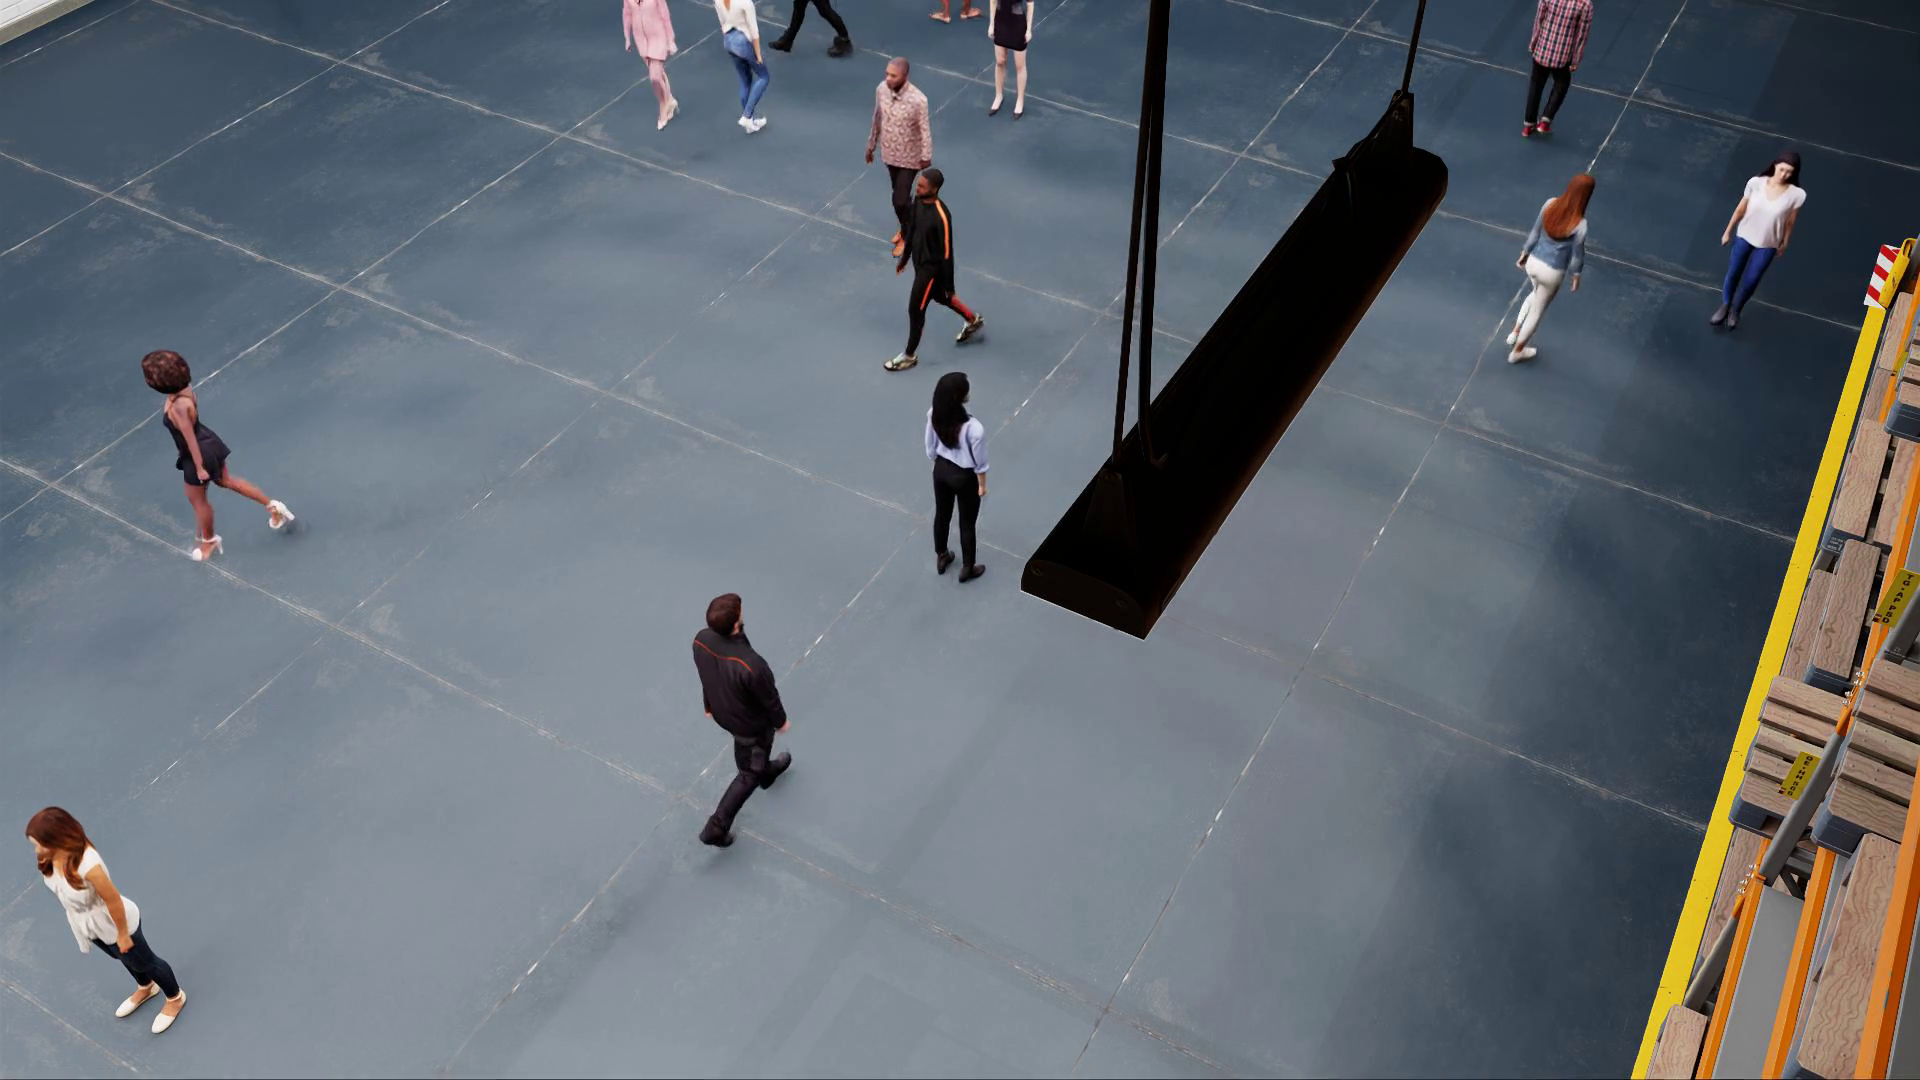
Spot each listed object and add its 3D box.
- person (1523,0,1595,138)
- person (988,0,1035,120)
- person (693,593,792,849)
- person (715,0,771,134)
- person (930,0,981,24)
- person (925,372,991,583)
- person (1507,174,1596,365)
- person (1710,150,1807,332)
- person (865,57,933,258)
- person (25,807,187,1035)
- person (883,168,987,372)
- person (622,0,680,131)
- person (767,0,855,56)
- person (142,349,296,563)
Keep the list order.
[{"bbox_3d":[5.618,-4.610,15.796,0.679,1.749,0.594,23,48,23],"label":"person"},{"bbox_3d":[0.497,-4.973,16.117,0.621,1.831,0.554,14,45,15],"label":"person"},{"bbox_3d":[-1.332,1.081,9.781,0.864,1.806,1.189,32,52,29],"label":"person"},{"bbox_3d":[-2.140,-4.653,15.871,0.680,1.707,0.706,31,51,28],"label":"person"},{"bbox_3d":[0.039,-6.344,17.651,0.825,1.700,0.789,11,45,11],"label":"person"},{"bbox_3d":[-0.029,-0.424,11.404,0.655,1.745,0.558,26,49,24],"label":"person"},{"bbox_3d":[4.600,-2.126,13.238,0.794,1.681,0.781,-19,47,-19],"label":"person"},{"bbox_3d":[6.539,-2.469,13.607,0.658,1.668,0.612,28,50,26],"label":"person"},{"bbox_3d":[-0.455,-3.402,14.498,0.773,1.790,0.787,33,52,29],"label":"person"},{"bbox_3d":[-4.532,1.997,8.836,0.580,1.783,0.521,20,47,20],"label":"person"},{"bbox_3d":[-0.149,-2.189,13.237,1.272,1.773,1.093,-17,46,-17],"label":"person"},{"bbox_3d":[-2.926,-4.867,16.046,0.705,1.776,0.695,16,46,17],"label":"person"},{"bbox_3d":[-1.432,-5.758,17.014,1.173,1.730,1.145,-5,44,-5],"label":"person"},{"bbox_3d":[-5.202,-0.608,11.579,1.018,1.770,0.947,-10,45,-11],"label":"person"}]
